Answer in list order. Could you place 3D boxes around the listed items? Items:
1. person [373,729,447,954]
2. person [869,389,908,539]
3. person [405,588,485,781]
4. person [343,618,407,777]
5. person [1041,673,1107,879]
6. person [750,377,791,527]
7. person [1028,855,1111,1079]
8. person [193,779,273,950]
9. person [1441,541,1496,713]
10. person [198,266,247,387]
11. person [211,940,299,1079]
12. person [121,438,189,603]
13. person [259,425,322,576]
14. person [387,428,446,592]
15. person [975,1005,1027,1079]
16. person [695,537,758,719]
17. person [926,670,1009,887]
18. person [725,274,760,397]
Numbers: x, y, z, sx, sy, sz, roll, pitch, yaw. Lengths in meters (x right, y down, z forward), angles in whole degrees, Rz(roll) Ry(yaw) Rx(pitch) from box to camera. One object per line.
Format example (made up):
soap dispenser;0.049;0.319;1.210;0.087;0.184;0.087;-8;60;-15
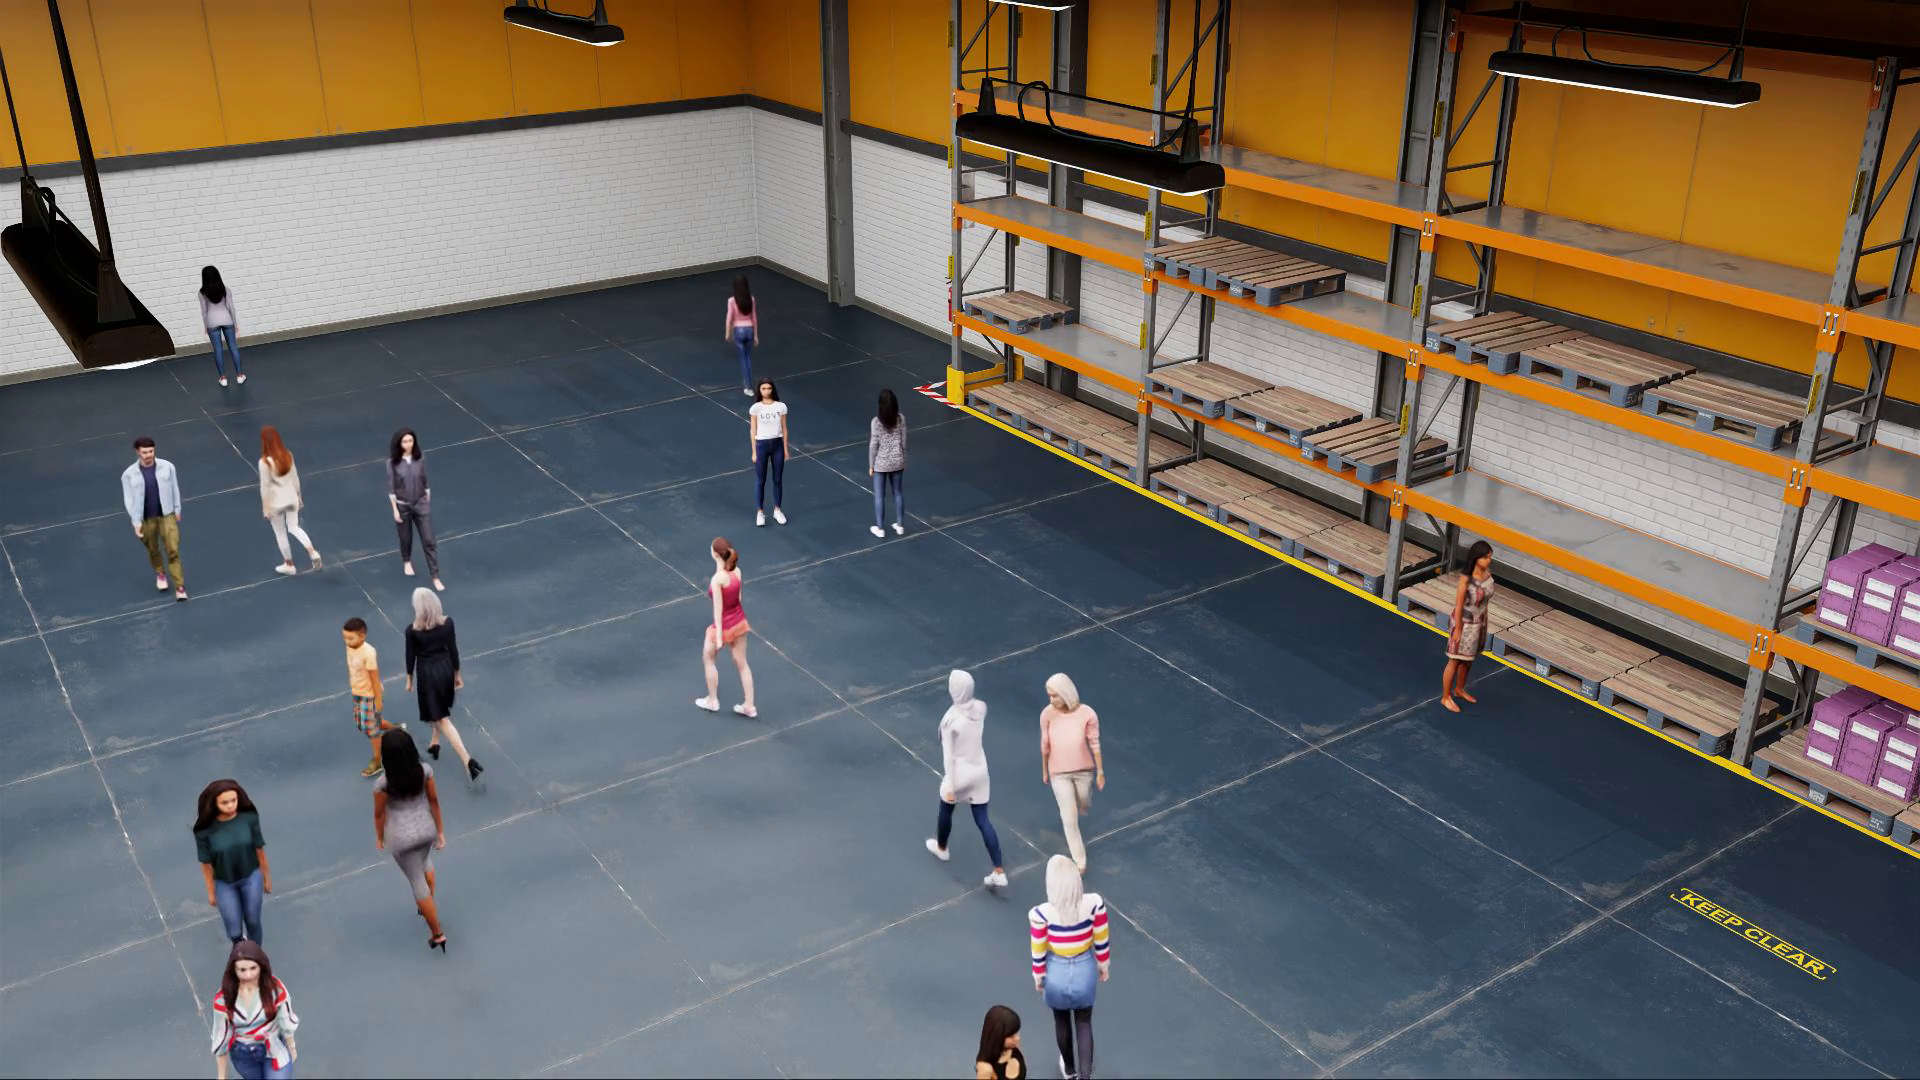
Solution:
person;-3.852;2.185;11.833;0.632;1.761;0.836;-20;30;-38
person;-0.812;-0.877;18.873;0.643;1.731;0.572;-11;26;-25
person;-4.383;1.255;14.030;0.652;1.704;1.184;-19;30;-37
person;-5.028;1.296;14.263;0.792;1.444;0.772;16;28;32
person;0.861;1.767;12.889;1.022;1.681;1.106;0;24;1
person;-2.201;-1.032;19.176;0.646;1.774;0.609;-8;25;-17
person;0.710;2.792;10.412;0.936;1.786;1.059;-2;24;-5
person;-5.083;2.350;11.649;0.583;1.605;0.615;-16;28;-32
person;4.663;0.760;15.237;0.656;1.644;0.527;-17;29;-34
person;-10.648;-3.092;23.937;0.642;1.734;0.571;-11;26;-24
person;-4.209;3.060;10.067;0.907;1.572;1.101;-2;24;-5
person;-8.423;-0.235;17.377;0.760;1.754;1.196;-12;26;-26
person;-7.187;-0.383;17.795;0.952;1.690;0.814;12;26;26
person;-5.873;-0.356;17.688;0.654;1.728;1.046;-13;27;-27
person;0.150;3.282;9.481;0.698;1.635;0.680;15;28;31
person;-2.028;0.823;14.988;0.921;1.729;0.747;16;28;32
person;0.115;1.845;12.642;0.601;1.736;1.137;-16;28;-32
person;-3.032;-2.870;23.443;0.611;1.724;0.844;-13;27;-28
